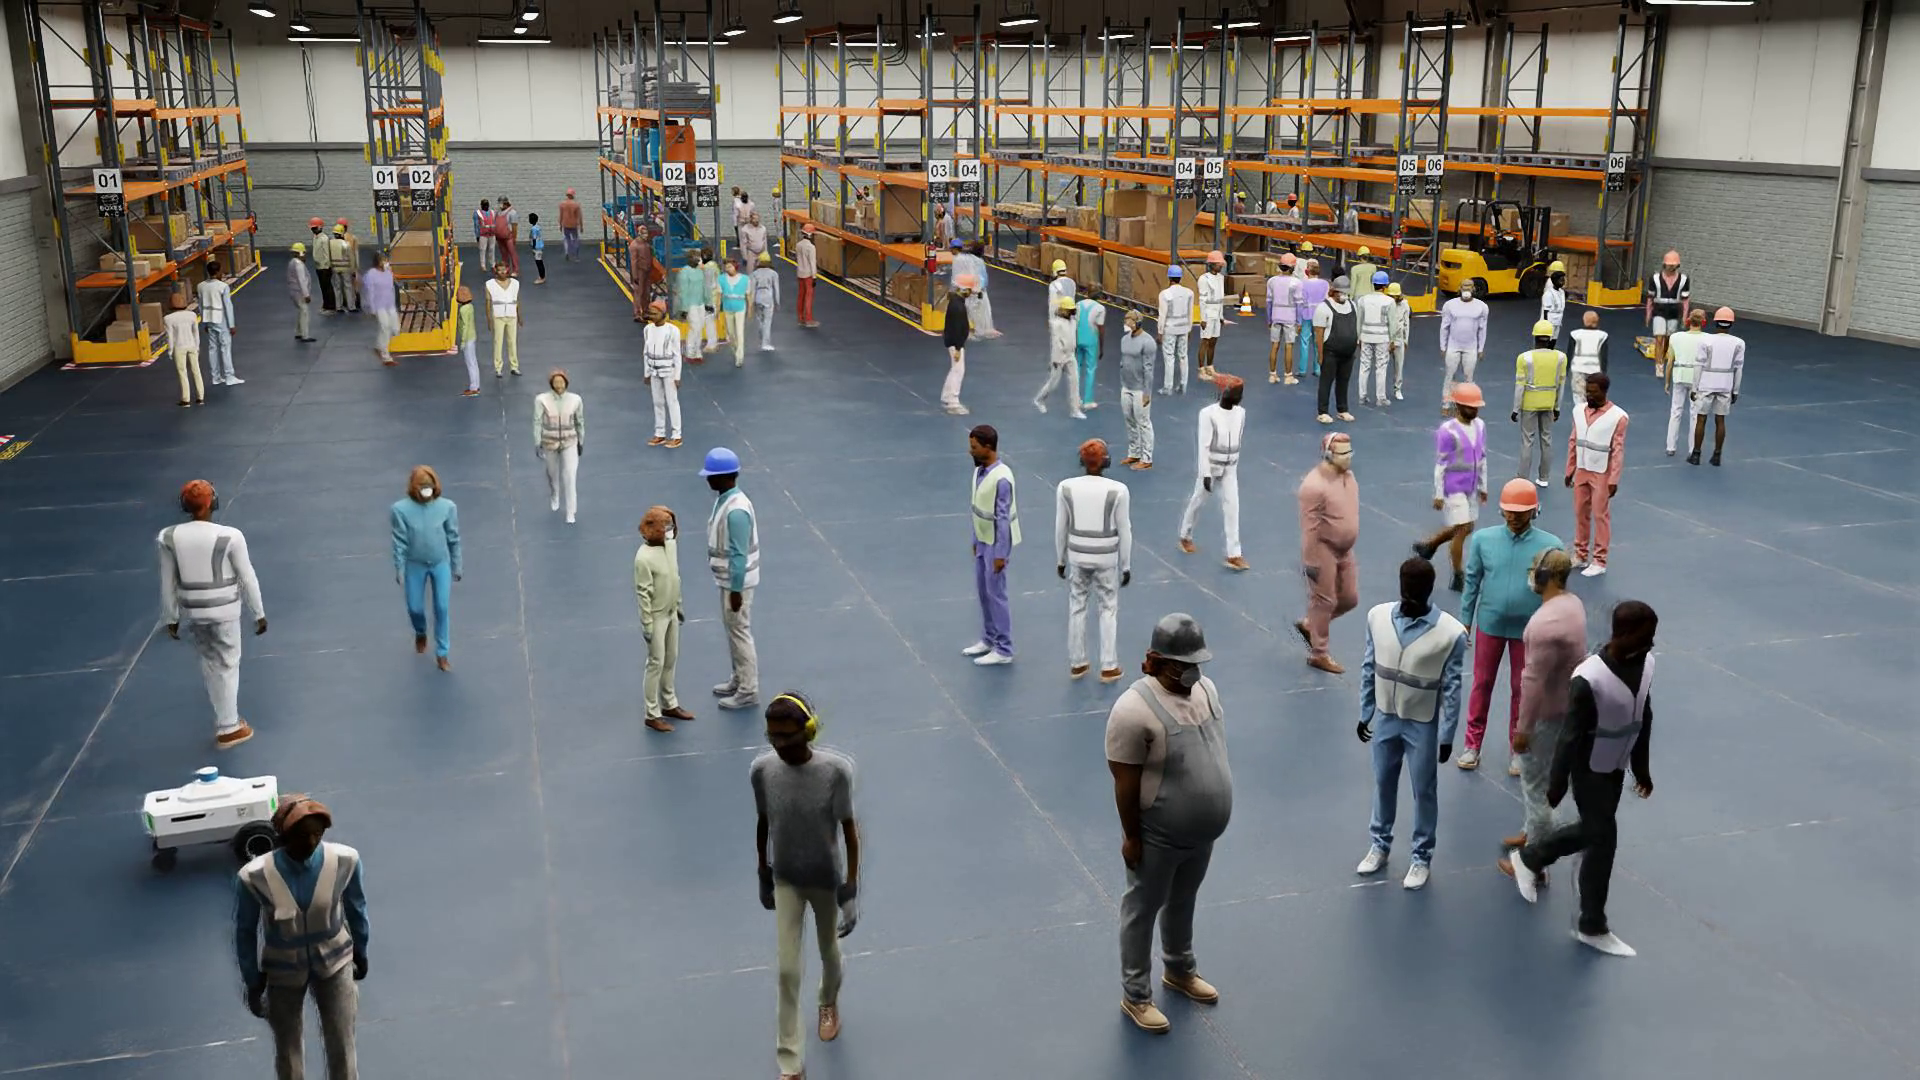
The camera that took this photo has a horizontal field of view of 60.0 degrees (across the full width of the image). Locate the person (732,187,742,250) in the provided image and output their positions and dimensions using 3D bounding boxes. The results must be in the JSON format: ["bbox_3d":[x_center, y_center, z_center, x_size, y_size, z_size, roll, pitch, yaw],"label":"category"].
[{"bbox_3d":[-6.540,-9.467,48.957,0.348,1.839,0.504,4,15,15],"label":"person"}]

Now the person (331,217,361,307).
[{"bbox_3d":[-13.029,-5.888,35.363,0.544,1.911,0.831,-10,18,-33],"label":"person"}]

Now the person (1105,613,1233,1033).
[{"bbox_3d":[1.045,1.325,7.952,0.682,2.000,0.537,-14,20,-42],"label":"person"}]

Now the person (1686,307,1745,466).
[{"bbox_3d":[9.148,-1.853,20.144,0.549,1.924,0.388,2,15,8],"label":"person"}]

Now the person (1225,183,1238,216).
[{"bbox_3d":[8.285,-9.922,50.600,0.336,1.873,0.521,-10,18,-33],"label":"person"}]

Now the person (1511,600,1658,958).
[{"bbox_3d":[3.311,1.183,8.817,0.592,1.890,0.801,-12,19,-38],"label":"person"}]

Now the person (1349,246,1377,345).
[{"bbox_3d":[7.272,-4.422,30.103,0.523,1.769,0.320,-5,16,-17],"label":"person"}]

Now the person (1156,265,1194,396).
[{"bbox_3d":[3.207,-3.135,24.911,0.609,1.946,0.405,-7,16,-25],"label":"person"}]

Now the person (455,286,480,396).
[{"bbox_3d":[-7.398,-2.987,24.950,0.277,1.636,0.507,-1,15,-5],"label":"person"}]

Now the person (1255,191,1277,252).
[{"bbox_3d":[8.344,-8.589,45.442,0.605,1.944,0.402,2,15,7],"label":"person"}]

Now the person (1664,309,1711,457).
[{"bbox_3d":[9.024,-1.933,20.581,0.575,1.843,0.375,9,17,30],"label":"person"}]

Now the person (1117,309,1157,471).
[{"bbox_3d":[2.112,-1.799,19.935,0.366,1.930,0.631,-8,17,-29],"label":"person"}]

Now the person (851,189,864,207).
[{"bbox_3d":[-2.749,-8.709,45.929,0.544,1.929,0.387,-3,15,-10],"label":"person"}]

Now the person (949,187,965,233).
[{"bbox_3d":[-0.115,-9.909,50.460,0.544,1.919,0.616,8,17,28],"label":"person"}]

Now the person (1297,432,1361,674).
[{"bbox_3d":[2.847,0.091,12.882,0.647,1.892,0.480,-13,20,-40],"label":"person"}]

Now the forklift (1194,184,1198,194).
[{"bbox_3d":[7.392,-11.333,53.972,1.873,2.768,1.129,-4,15,-15],"label":"forklift"}]

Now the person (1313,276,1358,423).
[{"bbox_3d":[5.185,-2.625,22.816,0.689,2.000,0.535,-7,17,-26],"label":"person"}]

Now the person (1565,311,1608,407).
[{"bbox_3d":[8.357,-2.264,22.279,0.519,1.609,0.732,2,15,8],"label":"person"}]

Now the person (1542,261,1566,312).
[{"bbox_3d":[9.871,-3.798,27.830,0.378,1.740,0.494,5,16,18],"label":"person"}]

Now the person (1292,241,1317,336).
[{"bbox_3d":[6.456,-4.706,31.172,0.522,1.769,0.318,-5,16,-17],"label":"person"}]

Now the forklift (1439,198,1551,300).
[{"bbox_3d":[11.913,-6.508,37.130,2.313,2.155,1.214,-4,15,-15],"label":"forklift"}]

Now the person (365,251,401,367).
[{"bbox_3d":[-9.570,-3.815,27.533,0.490,1.925,0.628,5,16,20],"label":"person"}]

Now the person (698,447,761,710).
[{"bbox_3d":[-1.670,0.271,12.127,0.422,1.937,0.612,-4,15,-15],"label":"person"}]

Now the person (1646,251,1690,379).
[{"bbox_3d":[11.330,-3.639,26.687,0.613,2.020,0.878,4,15,14],"label":"person"}]

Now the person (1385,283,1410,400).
[{"bbox_3d":[6.385,-2.936,24.583,0.494,1.729,0.324,1,15,2],"label":"person"}]

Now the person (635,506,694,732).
[{"bbox_3d":[-2.096,0.544,11.691,0.288,1.623,0.507,5,16,17],"label":"person"}]

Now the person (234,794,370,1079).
[{"bbox_3d":[-2.769,1.794,7.036,0.531,1.604,0.599,-8,17,-27],"label":"person"}]

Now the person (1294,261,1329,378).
[{"bbox_3d":[5.592,-3.509,26.511,0.563,1.847,0.390,-4,15,-13],"label":"person"}]

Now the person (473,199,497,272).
[{"bbox_3d":[-12.196,-7.859,42.890,0.634,1.842,0.429,-14,20,-42],"label":"person"}]

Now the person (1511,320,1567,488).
[{"bbox_3d":[6.573,-1.540,18.950,0.587,1.927,0.367,-2,15,-7],"label":"person"}]

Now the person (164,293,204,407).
[{"bbox_3d":[-11.231,-2.750,24.062,0.279,1.634,0.497,11,18,35],"label":"person"}]

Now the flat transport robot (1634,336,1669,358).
[{"bbox_3d":[12.218,-3.368,29.001,0.652,0.197,1.431,4,15,13],"label":"flat transport robot"}]

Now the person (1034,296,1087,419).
[{"bbox_3d":[1.400,-2.567,23.245,0.492,1.713,0.795,-13,20,-40],"label":"person"}]

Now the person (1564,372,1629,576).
[{"bbox_3d":[5.935,-0.627,15.555,0.403,1.910,0.598,-8,17,-27],"label":"person"}]

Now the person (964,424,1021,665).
[{"bbox_3d":[0.254,0.027,13.110,0.409,1.907,0.596,-5,16,-18],"label":"person"}]

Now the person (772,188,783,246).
[{"bbox_3d":[-5.510,-9.722,50.090,0.295,1.744,0.484,1,15,5],"label":"person"}]

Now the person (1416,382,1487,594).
[{"bbox_3d":[4.480,-0.502,15.079,0.552,1.917,0.757,-11,18,-35],"label":"person"}]

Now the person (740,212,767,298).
[{"bbox_3d":[-4.573,-6.349,37.105,0.688,1.902,0.402,-13,19,-39],"label":"person"}]

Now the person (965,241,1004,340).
[{"bbox_3d":[0.417,-4.560,30.536,0.815,1.811,0.642,7,16,24],"label":"person"}]

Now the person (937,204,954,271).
[{"bbox_3d":[-0.380,-7.834,43.064,0.476,1.706,0.580,-12,19,-38],"label":"person"}]

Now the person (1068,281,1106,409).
[{"bbox_3d":[1.844,-2.793,23.855,0.533,1.825,0.371,12,19,38],"label":"person"}]

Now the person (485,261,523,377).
[{"bbox_3d":[-7.298,-3.540,26.637,0.575,1.840,0.374,-10,18,-33],"label":"person"}]

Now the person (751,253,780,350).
[{"bbox_3d":[-3.479,-4.246,29.599,0.502,1.694,0.758,2,15,7],"label":"person"}]
